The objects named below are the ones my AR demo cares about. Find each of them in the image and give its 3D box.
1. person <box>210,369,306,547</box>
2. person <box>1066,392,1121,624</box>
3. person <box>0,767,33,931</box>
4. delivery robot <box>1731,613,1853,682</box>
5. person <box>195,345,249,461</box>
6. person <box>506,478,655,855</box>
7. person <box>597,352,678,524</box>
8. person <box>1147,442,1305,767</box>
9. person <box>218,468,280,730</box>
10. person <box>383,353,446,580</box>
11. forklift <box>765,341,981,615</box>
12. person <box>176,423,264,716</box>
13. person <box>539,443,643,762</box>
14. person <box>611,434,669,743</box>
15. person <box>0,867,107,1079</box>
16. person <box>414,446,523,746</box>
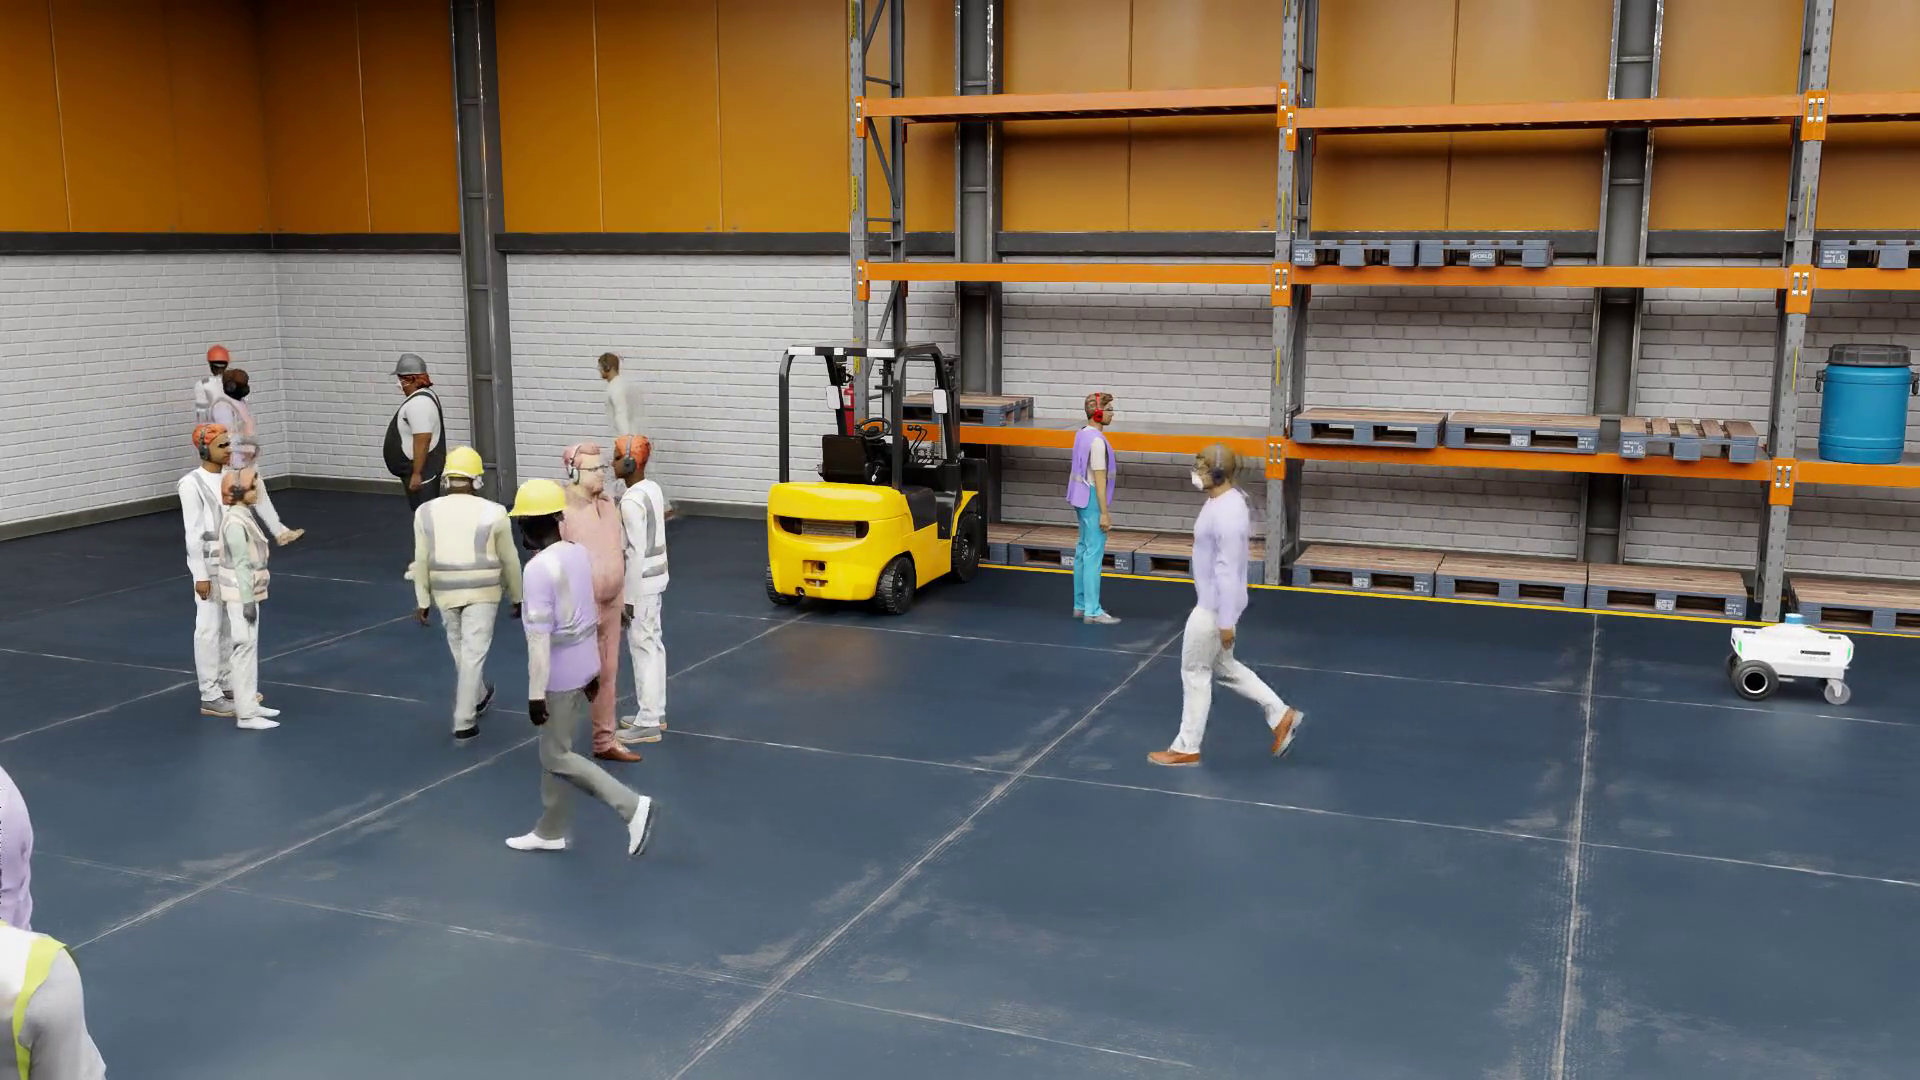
[{"bbox_3d":[-6.977,-0.771,16.285,0.939,1.793,0.656,0,10,-3],"label":"person"},{"bbox_3d":[1.055,-0.255,13.279,0.388,1.848,0.564,-2,10,-12],"label":"person"},{"bbox_3d":[-2.807,1.270,4.651,0.401,1.902,0.643,-10,14,-44],"label":"person"},{"bbox_3d":[5.548,0.735,11.104,0.707,0.478,0.477,3,11,18],"label":"delivery robot"},{"bbox_3d":[-8.008,-1.152,18.068,0.561,1.920,0.481,-8,13,-36],"label":"person"},{"bbox_3d":[-1.891,0.639,8.139,0.731,1.906,0.601,1,10,6],"label":"person"},{"bbox_3d":[-3.513,-1.042,17.603,1.032,1.886,0.672,-1,10,-3],"label":"person"},{"bbox_3d":[1.543,0.384,9.543,0.827,1.920,0.637,2,10,11],"label":"person"},{"bbox_3d":[-4.466,0.365,10.409,0.309,1.637,0.517,-4,11,-22],"label":"person"},{"bbox_3d":[-4.926,-0.667,15.038,0.536,2.000,0.683,-2,10,-10],"label":"person"},{"bbox_3d":[-0.739,-0.602,14.246,1.214,2.155,2.313,4,11,21],"label":"forklift"},{"bbox_3d":[-4.785,0.183,10.740,0.354,1.883,0.572,0,10,3],"label":"person"},{"bbox_3d":[-2.143,0.400,9.572,0.528,1.927,0.679,4,11,22],"label":"person"},{"bbox_3d":[-1.960,0.293,10.132,0.355,1.883,0.575,0,10,1],"label":"person"},{"bbox_3d":[-2.190,1.460,3.739,0.626,1.847,0.429,0,10,1],"label":"person"},{"bbox_3d":[-2.999,0.310,10.296,0.612,1.782,0.923,1,10,3],"label":"person"}]
